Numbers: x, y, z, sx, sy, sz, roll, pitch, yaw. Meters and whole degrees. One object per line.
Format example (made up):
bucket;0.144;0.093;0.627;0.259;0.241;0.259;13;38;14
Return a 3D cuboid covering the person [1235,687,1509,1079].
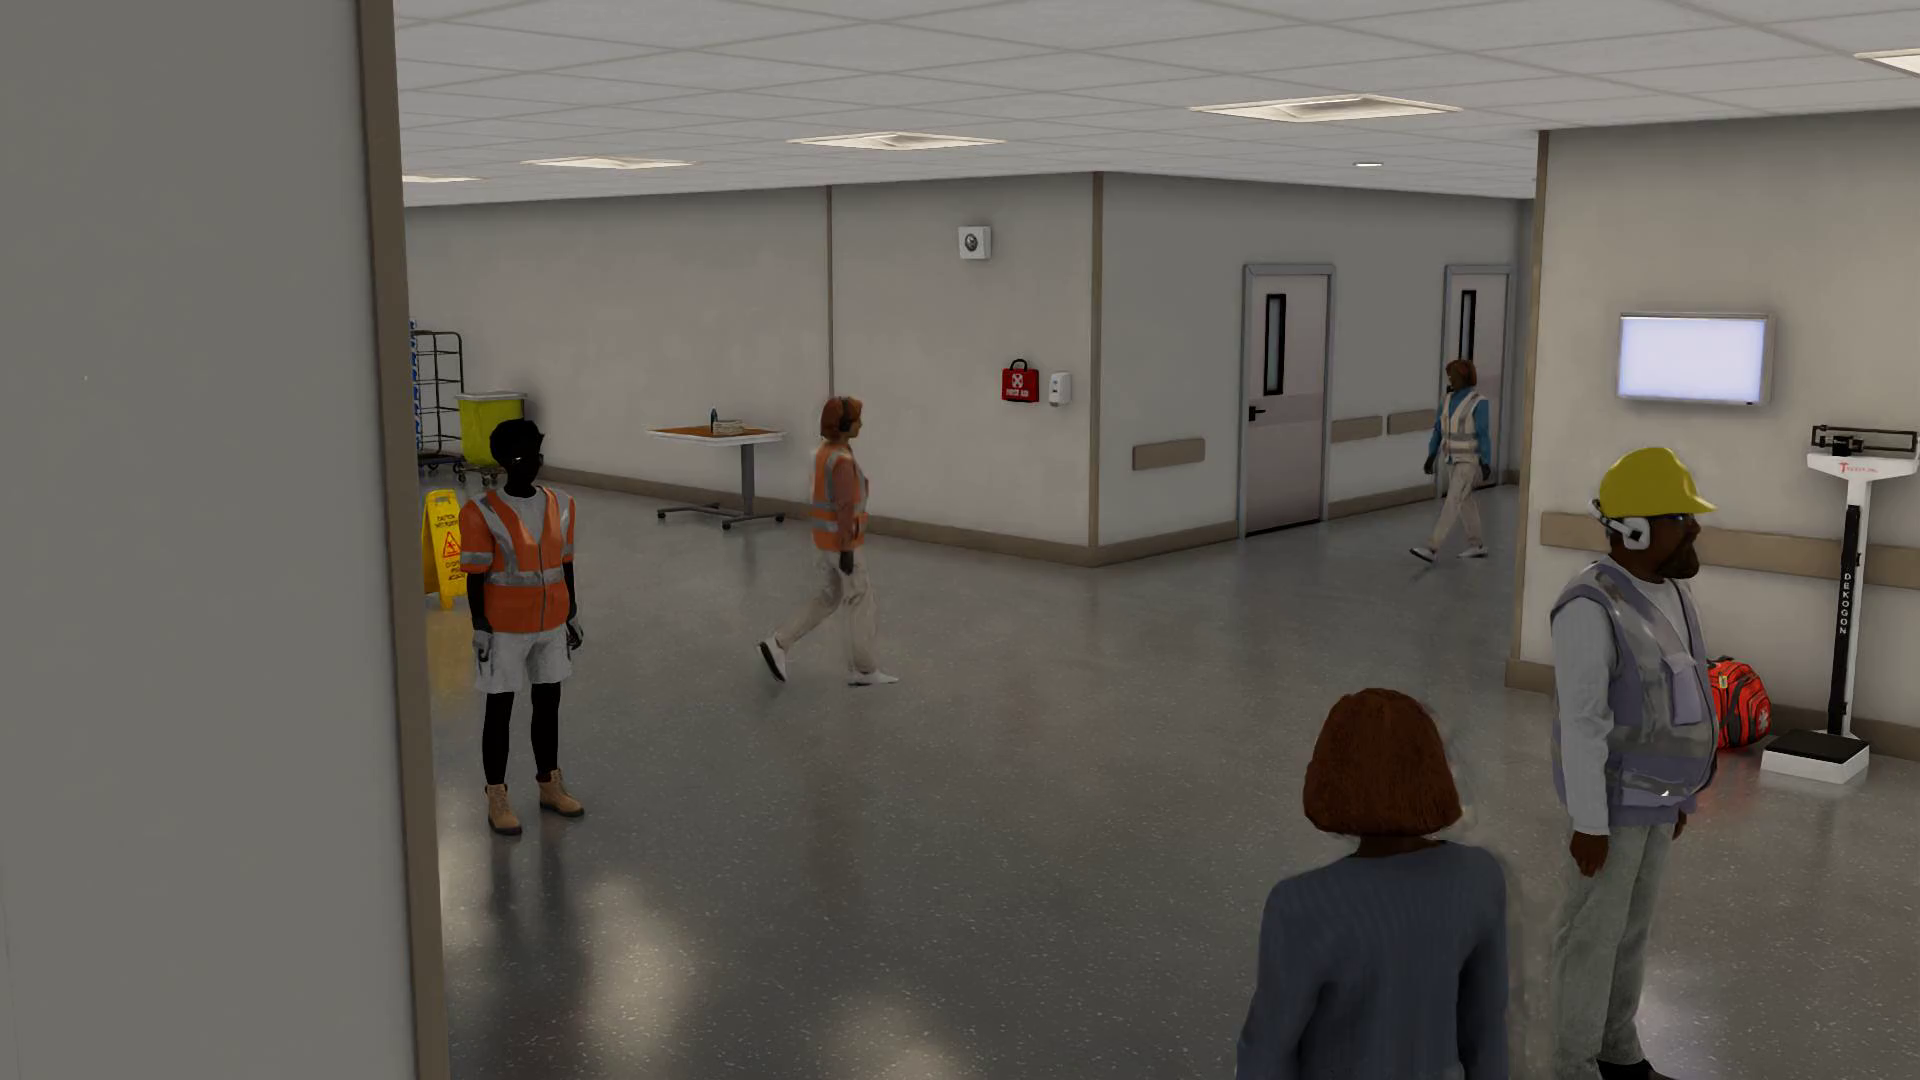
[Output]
person;0.711;1.043;2.903;0.512;1.589;0.841;-5;11;-28

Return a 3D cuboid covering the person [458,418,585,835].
person;-1.793;0.345;6.853;0.318;1.697;0.535;9;13;43

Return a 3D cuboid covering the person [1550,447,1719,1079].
person;1.792;0.668;4.438;0.404;1.837;0.590;9;13;43

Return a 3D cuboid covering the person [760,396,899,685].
person;-0.722;0.020;9.109;0.699;1.619;0.522;-3;10;-18

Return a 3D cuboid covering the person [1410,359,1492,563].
person;3.854;-0.608;13.012;0.864;1.590;0.529;-3;10;-19
